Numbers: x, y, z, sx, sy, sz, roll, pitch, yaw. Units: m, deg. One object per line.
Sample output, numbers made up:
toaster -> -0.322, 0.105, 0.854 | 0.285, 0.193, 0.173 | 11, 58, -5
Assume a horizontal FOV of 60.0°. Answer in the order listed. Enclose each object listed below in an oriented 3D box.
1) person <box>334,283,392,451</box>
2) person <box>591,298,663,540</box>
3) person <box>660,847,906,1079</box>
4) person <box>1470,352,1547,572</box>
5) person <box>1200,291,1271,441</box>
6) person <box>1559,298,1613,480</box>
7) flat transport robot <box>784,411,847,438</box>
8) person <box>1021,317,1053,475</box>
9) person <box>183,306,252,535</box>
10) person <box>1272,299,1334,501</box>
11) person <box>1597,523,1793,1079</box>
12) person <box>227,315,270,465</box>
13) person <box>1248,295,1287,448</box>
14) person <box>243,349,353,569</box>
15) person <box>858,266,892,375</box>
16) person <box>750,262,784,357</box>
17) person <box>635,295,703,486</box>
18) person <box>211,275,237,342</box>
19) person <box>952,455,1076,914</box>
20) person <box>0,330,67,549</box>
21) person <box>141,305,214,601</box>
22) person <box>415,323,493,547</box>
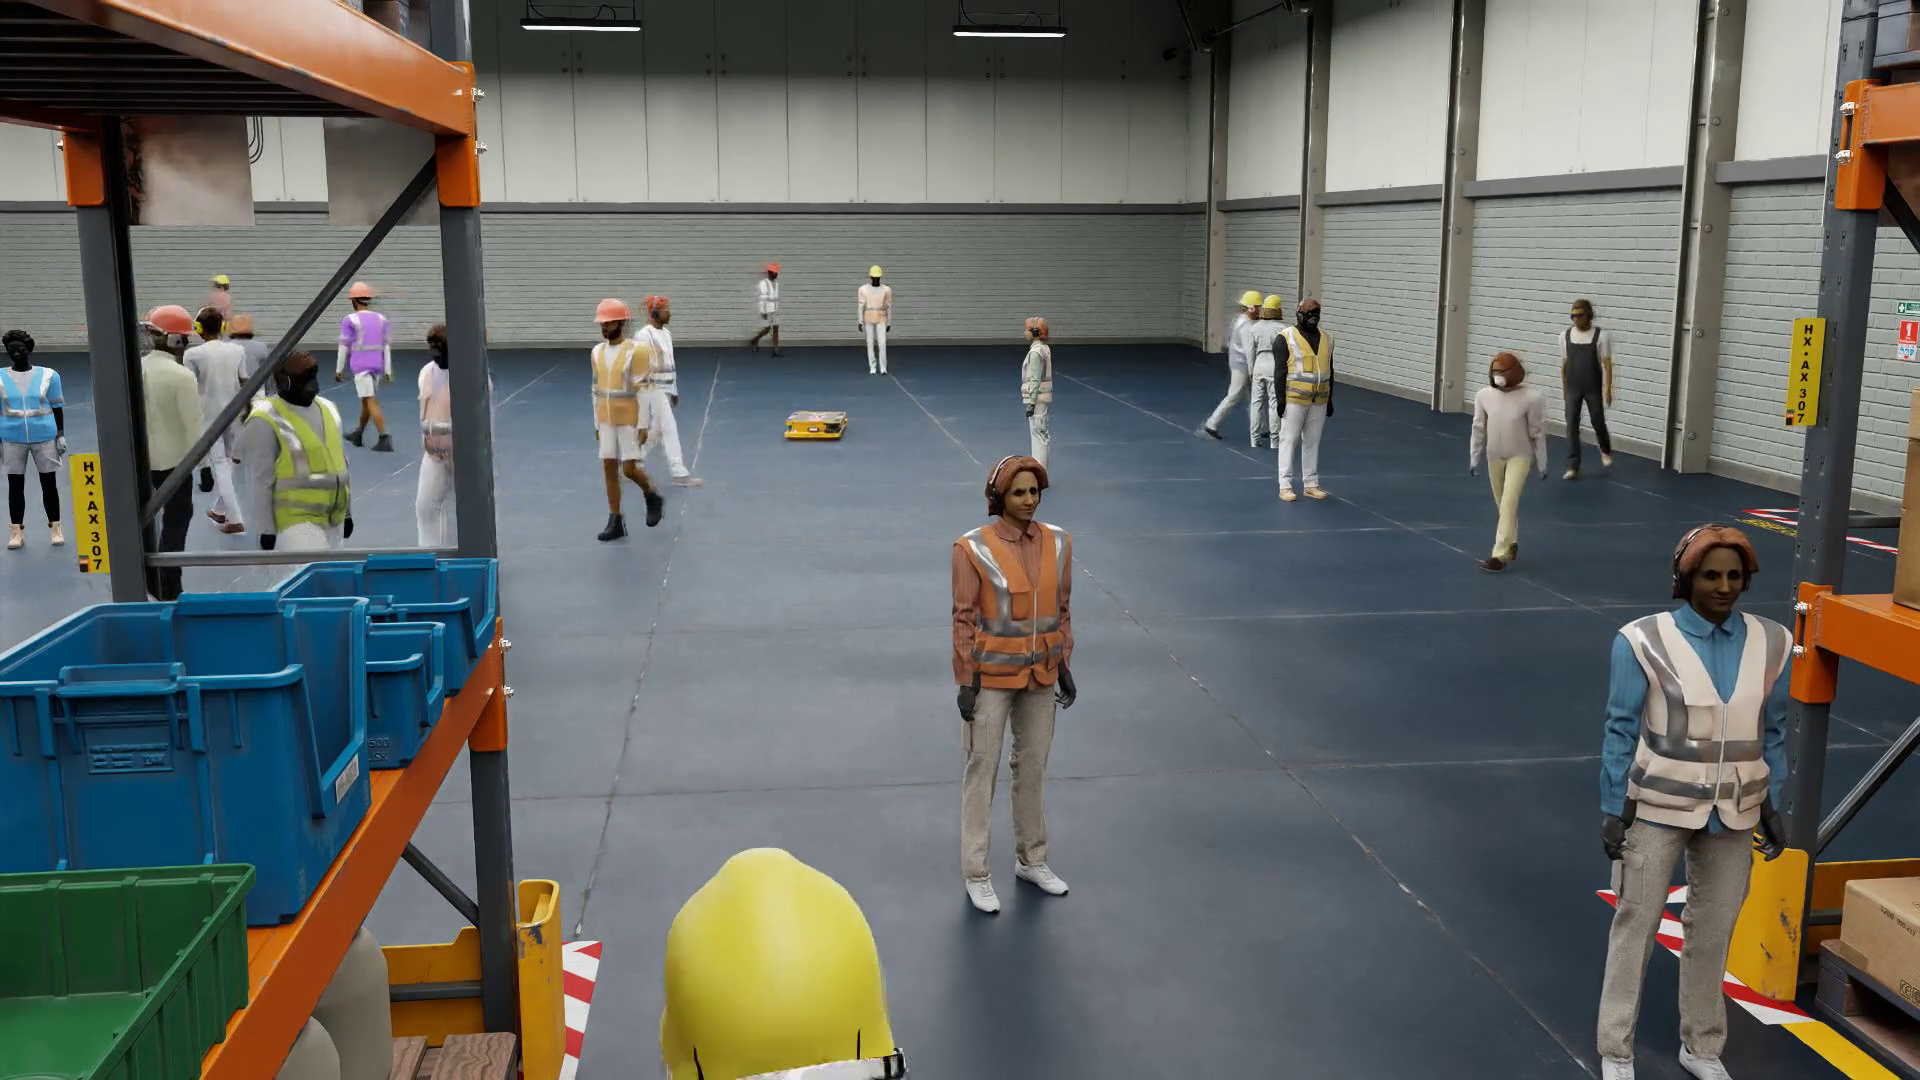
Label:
person -> -6.768, -1.958, 18.843 | 0.977, 1.883, 0.552 | 6, 12, 31
person -> -2.697, -0.969, 13.300 | 0.557, 1.927, 0.580 | 5, 11, 26
person -> -0.154, 1.202, 1.663 | 0.605, 1.823, 0.470 | -2, 10, -8
person -> 4.013, -0.580, 12.112 | 0.543, 1.583, 0.864 | 9, 14, 42
person -> 3.312, -2.048, 19.628 | 0.945, 1.786, 0.591 | 1, 10, 7
person -> 6.302, -1.528, 16.698 | 0.538, 1.810, 0.822 | 8, 13, 36
flat transport robot -> -1.747, -1.415, 20.284 | 0.652, 0.197, 1.431 | 0, 10, 0
person -> 0.743, -1.323, 16.025 | 0.307, 1.641, 0.514 | 2, 11, 10
person -> -6.119, -0.975, 13.574 | 0.859, 1.834, 0.554 | 8, 13, 38
person -> 3.166, -1.281, 15.244 | 0.627, 1.844, 0.429 | -4, 11, -22
person -> 2.021, 0.762, 4.597 | 0.525, 1.639, 0.307 | -1, 10, -3
person -> -7.422, -1.532, 17.290 | 0.521, 1.584, 0.847 | -9, 13, -39
person -> 3.534, -1.922, 19.028 | 0.488, 1.743, 0.319 | 8, 13, 36
person -> -3.606, -0.140, 9.064 | 0.817, 1.814, 0.631 | 4, 11, 19
person -> -1.476, -3.817, 29.019 | 0.597, 1.887, 0.913 | -1, 10, -5
person -> -3.865, -4.615, 33.339 | 0.668, 1.908, 0.539 | 7, 13, 35
person -> -2.934, -1.452, 16.172 | 0.879, 1.851, 0.592 | 2, 11, 13
person -> -13.313, -3.911, 29.969 | 0.527, 1.726, 0.906 | 5, 12, 27
person -> 0.191, 0.505, 6.002 | 0.517, 1.641, 0.308 | -7, 12, -33
person -> -7.221, -0.780, 12.891 | 0.542, 1.695, 0.316 | -5, 12, -26
person -> -5.033, -0.513, 10.672 | 0.637, 1.969, 0.509 | 6, 12, 29
person -> -3.510, -0.550, 11.285 | 0.652, 1.818, 0.763 | 5, 12, 27
